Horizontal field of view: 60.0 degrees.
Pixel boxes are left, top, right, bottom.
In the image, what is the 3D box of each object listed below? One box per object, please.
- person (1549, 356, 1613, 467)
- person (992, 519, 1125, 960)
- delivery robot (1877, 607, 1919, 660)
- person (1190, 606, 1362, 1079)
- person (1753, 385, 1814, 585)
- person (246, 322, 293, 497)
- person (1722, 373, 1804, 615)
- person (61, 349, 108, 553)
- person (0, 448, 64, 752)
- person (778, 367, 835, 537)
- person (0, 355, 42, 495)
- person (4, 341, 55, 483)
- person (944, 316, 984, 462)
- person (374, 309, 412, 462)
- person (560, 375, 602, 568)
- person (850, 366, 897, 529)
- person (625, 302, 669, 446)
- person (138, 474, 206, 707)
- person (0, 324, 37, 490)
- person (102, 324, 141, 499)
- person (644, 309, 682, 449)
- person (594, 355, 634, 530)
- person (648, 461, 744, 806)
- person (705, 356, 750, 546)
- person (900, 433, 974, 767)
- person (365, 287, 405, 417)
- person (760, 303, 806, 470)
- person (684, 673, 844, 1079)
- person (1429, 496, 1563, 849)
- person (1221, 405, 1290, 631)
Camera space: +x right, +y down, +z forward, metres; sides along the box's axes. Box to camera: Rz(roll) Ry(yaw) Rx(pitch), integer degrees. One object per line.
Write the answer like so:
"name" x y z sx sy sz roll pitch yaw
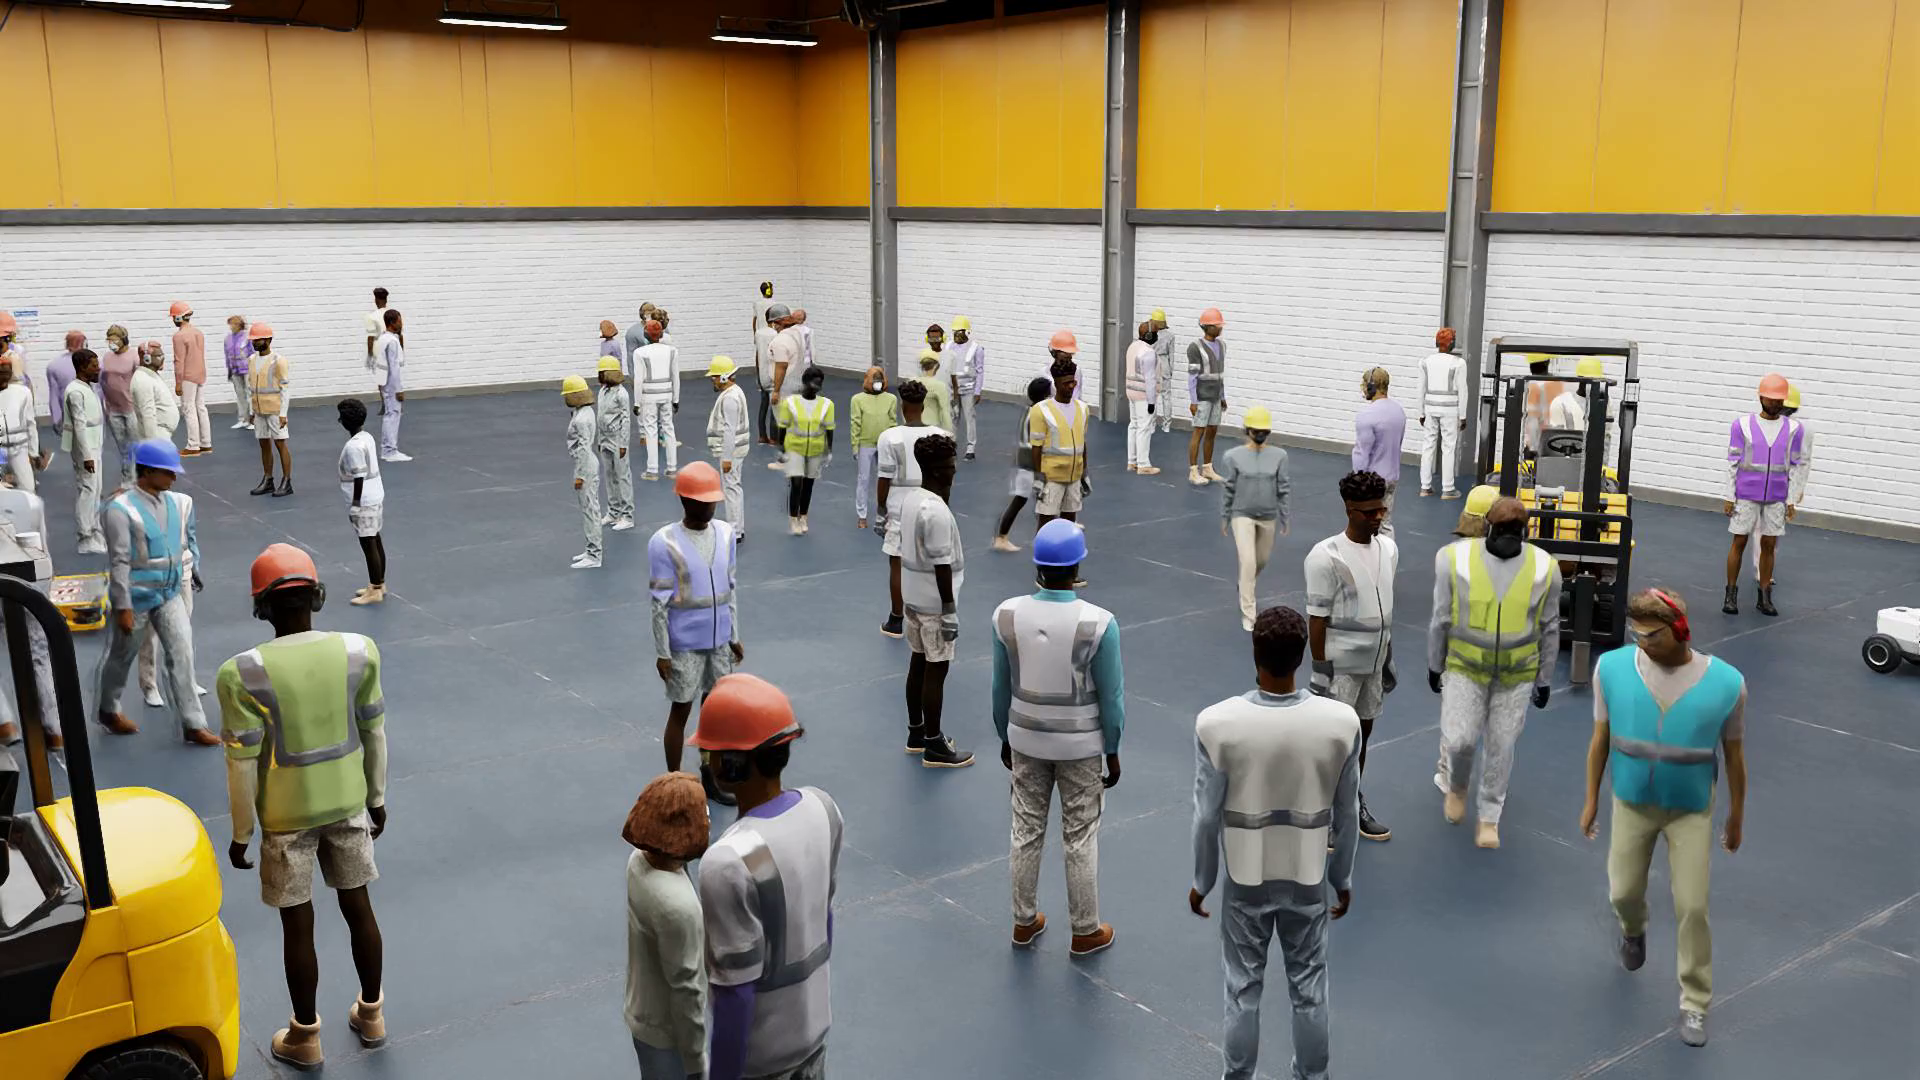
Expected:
"person" 5.542 -0.688 14.871 0.584 1.918 0.407 -2 12 -9
"person" 0.427 0.870 7.253 0.605 1.951 0.384 5 13 24
"delivery robot" 6.751 0.644 11.503 0.477 0.478 0.707 -6 13 -27
"person" 1.102 1.177 5.848 0.587 1.920 0.392 0 12 1
"person" 7.081 -0.511 14.481 0.527 1.719 0.844 4 12 18
"person" -7.687 -1.446 18.468 0.544 1.939 0.354 5 13 21
"person" 6.374 -0.360 13.223 0.544 1.939 0.353 2 12 12
"person" -8.179 -0.831 15.571 0.394 1.913 0.591 -3 12 -16
"person" -5.679 0.344 9.907 0.567 1.912 0.621 6 13 25
"person" -1.497 -0.864 16.299 0.550 1.665 0.614 -4 12 -17
"person" -8.900 -0.790 15.494 0.616 1.856 0.601 -10 16 -41
"person" -11.085 -1.614 19.553 0.564 1.840 0.761 5 13 22
"person" 0.008 -1.900 20.916 0.586 1.833 0.403 7 13 29
"person" -7.167 -1.945 20.957 0.383 1.909 0.589 -6 13 -27
"person" -3.404 -0.615 14.951 0.311 1.735 0.484 -1 12 -7
"person" -0.858 -0.934 16.731 0.499 1.635 0.287 -5 13 -22
"person" -4.142 -2.214 22.214 0.641 1.927 0.386 -9 15 -37
"person" -5.240 0.263 10.946 0.311 1.636 0.523 8 14 33
"person" -10.719 -1.490 18.727 0.549 1.924 0.388 10 15 39
"person" -9.140 -1.401 18.258 0.627 1.936 0.370 5 13 21
"person" -3.951 -2.132 22.007 0.513 1.845 0.336 9 15 37
"person" -3.488 -0.978 16.682 0.297 1.744 0.487 -11 16 -44
"person" -1.387 0.530 8.935 0.378 1.932 0.551 11 16 44
"person" -2.208 -0.847 15.867 0.403 1.821 0.602 -1 12 -5
"person" -0.154 0.347 9.742 0.367 1.966 0.605 -4 13 -21
"person" -8.687 -2.840 25.146 0.361 1.966 0.614 10 16 41
"person" -2.183 -1.883 20.330 0.536 2.000 0.676 4 12 17
"person" -0.563 1.364 4.649 0.396 2.038 0.615 5 13 22
"person" 2.720 0.670 8.493 0.637 1.830 0.438 2 12 12
"person" 2.285 -0.193 12.988 0.531 1.765 0.811 -1 12 -6
